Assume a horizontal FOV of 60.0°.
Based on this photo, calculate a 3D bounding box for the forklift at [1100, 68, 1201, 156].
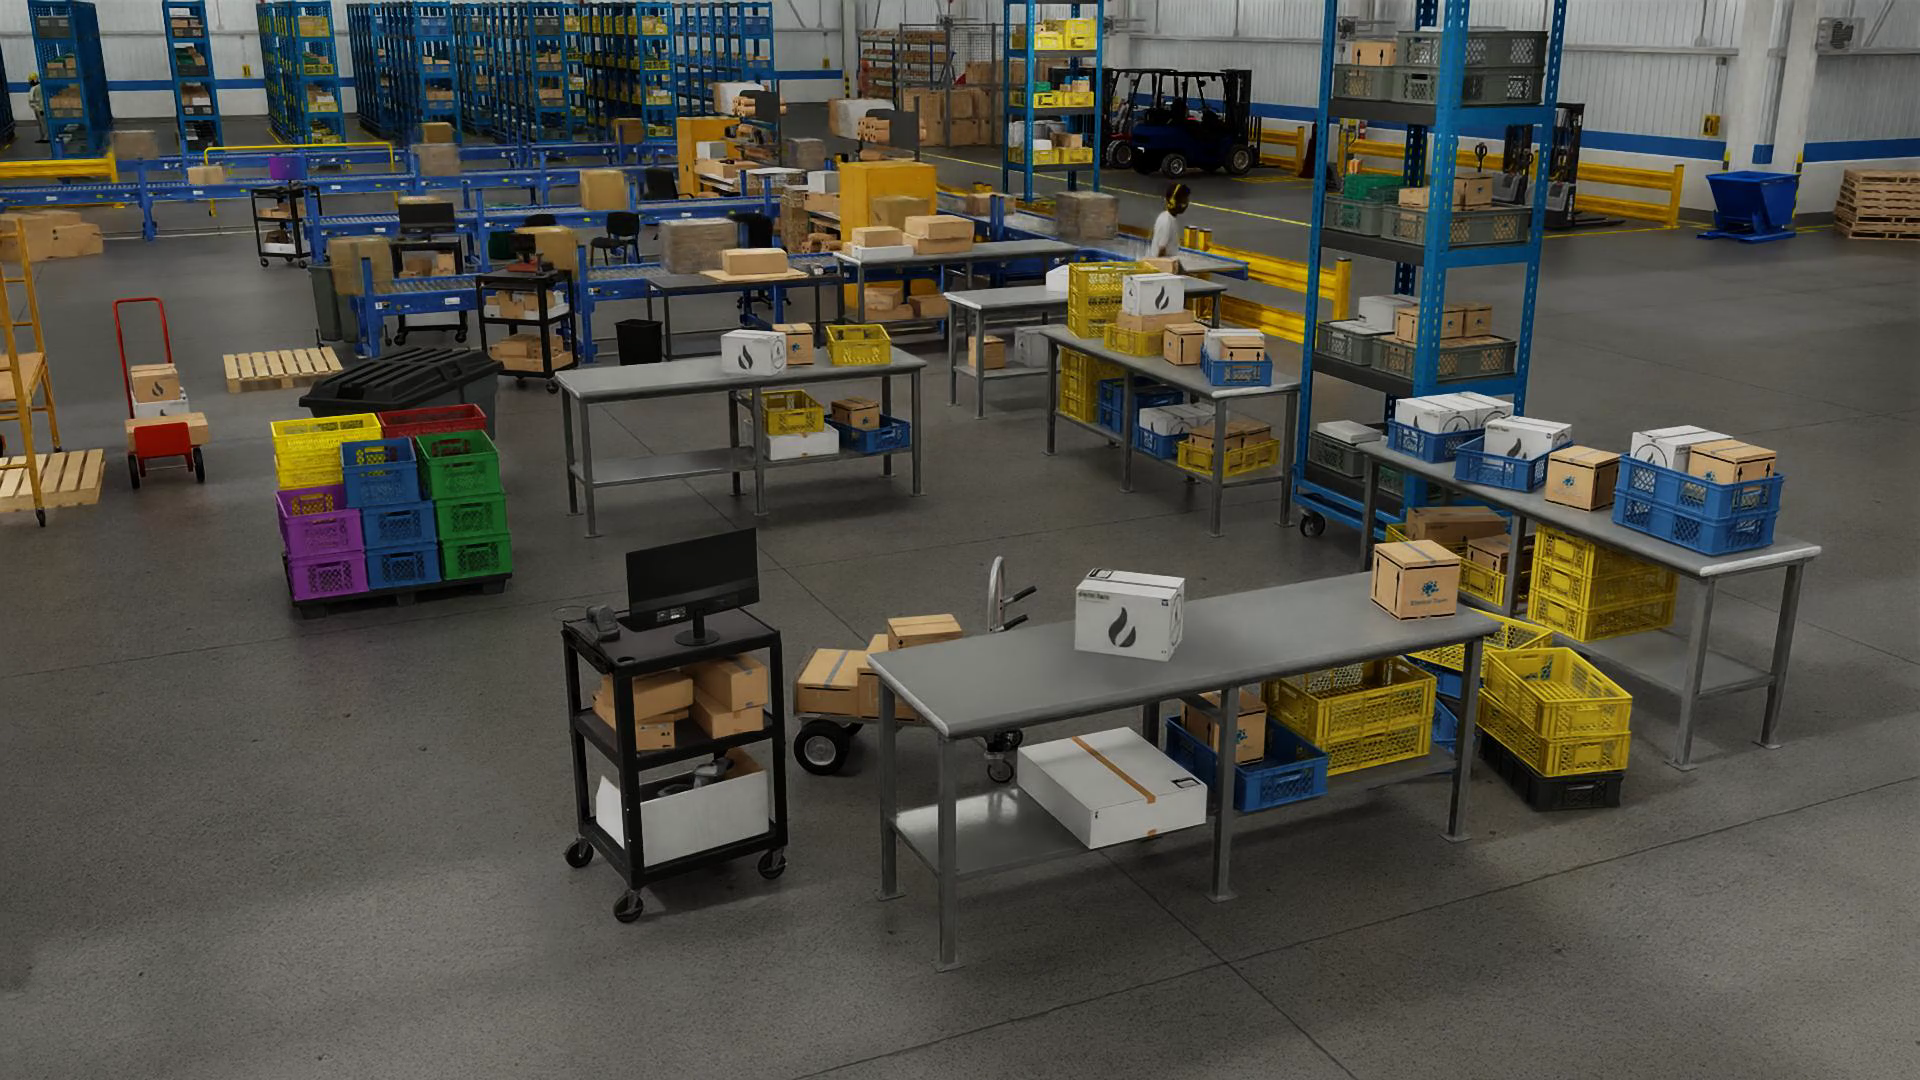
[{"bbox_3d":[4.082,-9.564,37.410,2.680,1.987,1.157,-8,19,-23],"label":"forklift"}]

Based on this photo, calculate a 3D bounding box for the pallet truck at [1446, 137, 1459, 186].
[{"bbox_3d":[9.184,-6.485,29.328,1.630,1.274,0.653,-8,19,-23],"label":"pallet truck"}]

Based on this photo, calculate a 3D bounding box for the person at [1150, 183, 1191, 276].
[{"bbox_3d":[2.070,-2.517,16.003,1.003,1.802,0.550,0,18,-1],"label":"person"}]

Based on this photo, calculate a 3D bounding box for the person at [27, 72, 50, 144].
[{"bbox_3d":[-24.405,-11.429,44.032,0.591,1.837,0.403,16,24,42],"label":"person"}]

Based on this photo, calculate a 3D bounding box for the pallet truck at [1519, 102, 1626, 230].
[{"bbox_3d":[9.972,-6.037,26.785,1.885,1.965,0.823,-9,20,-25],"label":"pallet truck"}]

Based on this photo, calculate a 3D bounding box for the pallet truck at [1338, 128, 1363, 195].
[{"bbox_3d":[7.845,-7.140,31.411,1.522,1.261,0.704,-9,20,-25],"label":"pallet truck"}]

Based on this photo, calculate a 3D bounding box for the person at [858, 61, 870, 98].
[{"bbox_3d":[-2.860,-13.544,50.529,0.403,1.953,0.804,5,18,15],"label":"person"}]

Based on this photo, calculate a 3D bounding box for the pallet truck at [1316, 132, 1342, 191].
[{"bbox_3d":[7.723,-7.504,32.656,1.601,1.201,0.680,-8,19,-23],"label":"pallet truck"}]

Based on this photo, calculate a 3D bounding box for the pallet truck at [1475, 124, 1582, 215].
[{"bbox_3d":[9.707,-6.455,28.103,1.885,1.965,0.823,-7,19,-20],"label":"pallet truck"}]

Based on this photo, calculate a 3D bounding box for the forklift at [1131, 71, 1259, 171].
[{"bbox_3d":[4.998,-8.936,35.413,2.680,1.987,1.157,-9,20,-25],"label":"forklift"}]
